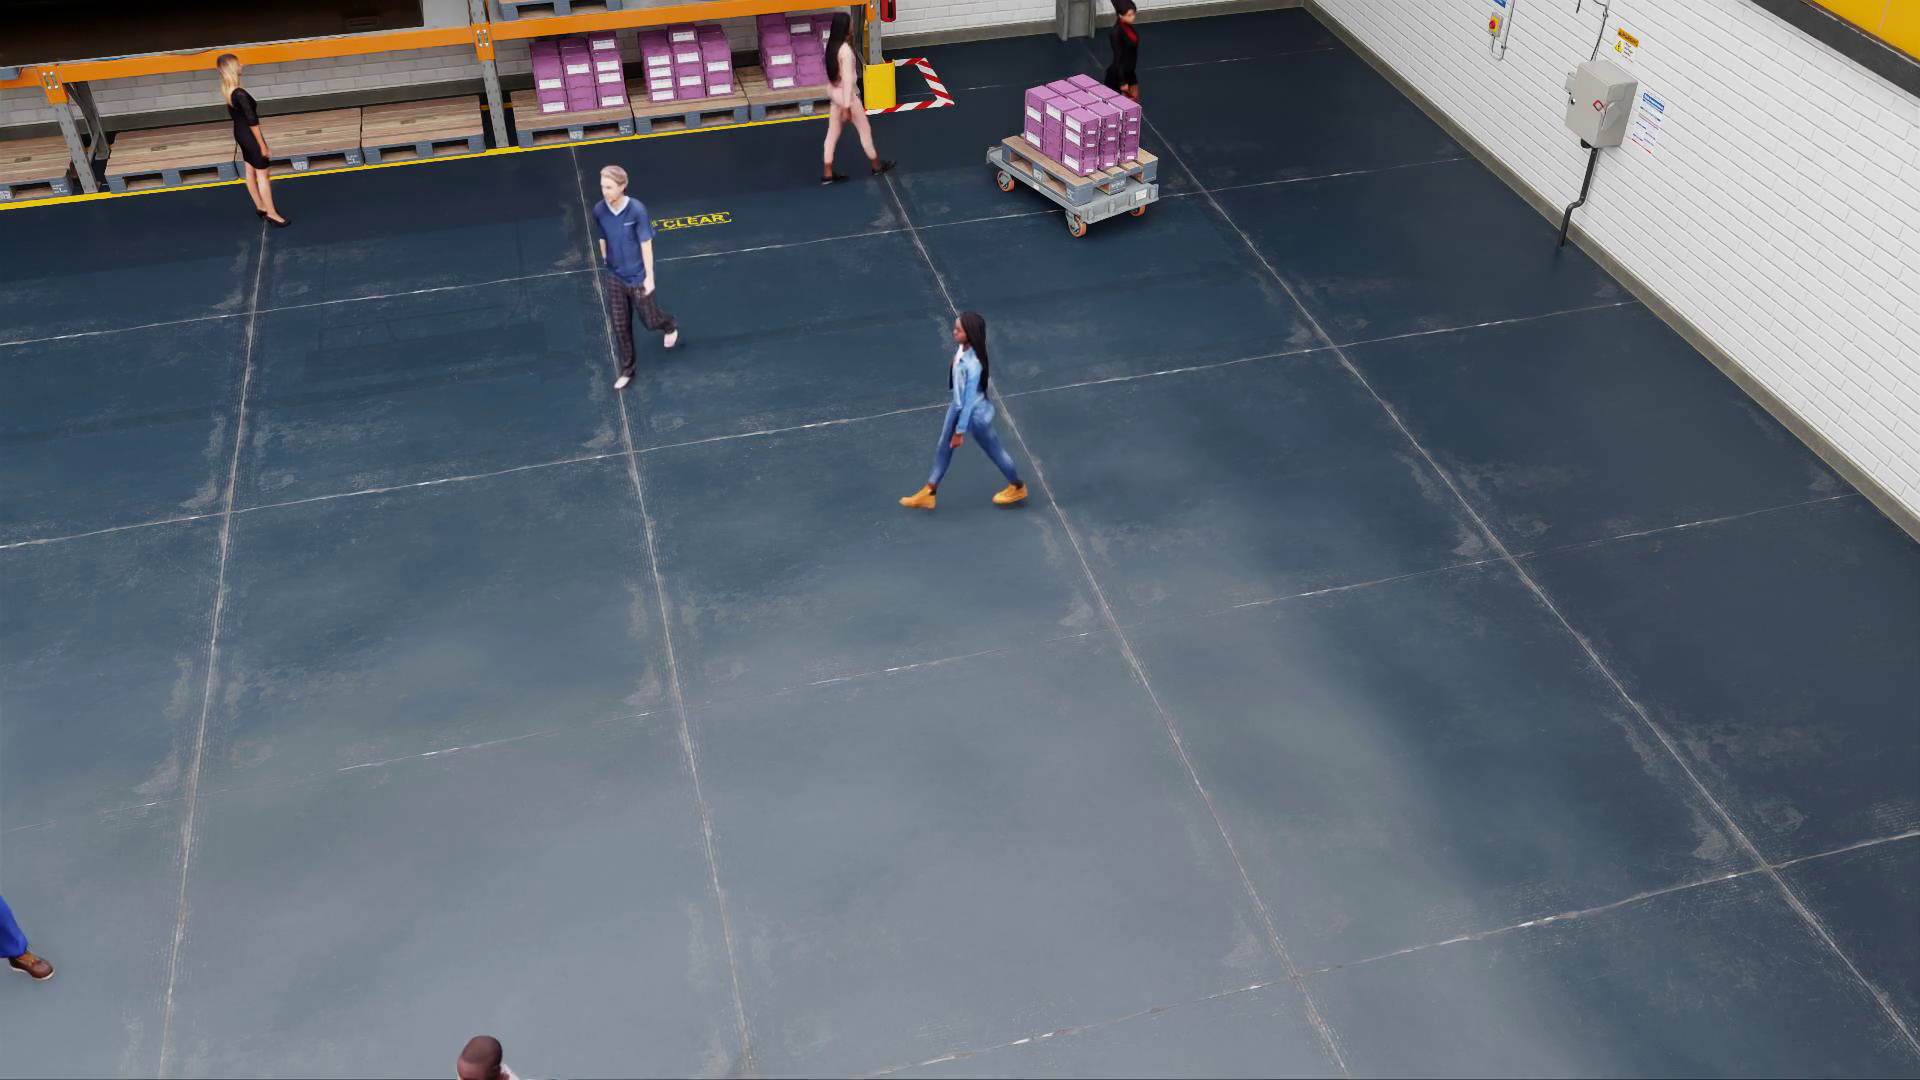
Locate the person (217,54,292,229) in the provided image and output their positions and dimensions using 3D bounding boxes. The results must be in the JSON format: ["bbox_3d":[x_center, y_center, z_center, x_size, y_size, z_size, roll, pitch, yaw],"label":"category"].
[{"bbox_3d":[-6.625,-3.721,15.510,0.612,1.676,0.614,-30,47,-32],"label":"person"}]

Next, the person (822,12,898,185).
[{"bbox_3d":[-1.212,-4.243,16.153,1.073,1.689,0.791,-17,42,-20],"label":"person"}]

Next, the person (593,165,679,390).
[{"bbox_3d":[-2.625,-2.167,13.428,1.108,1.846,1.046,10,40,12],"label":"person"}]

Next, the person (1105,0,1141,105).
[{"bbox_3d":[1.524,-4.655,16.723,0.757,1.622,0.698,18,42,21],"label":"person"}]

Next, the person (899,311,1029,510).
[{"bbox_3d":[0.184,-0.878,11.966,1.218,1.656,0.706,-6,39,-7],"label":"person"}]

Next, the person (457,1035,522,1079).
[{"bbox_3d":[-1.917,2.686,7.418,0.761,1.762,0.808,25,45,28],"label":"person"}]
